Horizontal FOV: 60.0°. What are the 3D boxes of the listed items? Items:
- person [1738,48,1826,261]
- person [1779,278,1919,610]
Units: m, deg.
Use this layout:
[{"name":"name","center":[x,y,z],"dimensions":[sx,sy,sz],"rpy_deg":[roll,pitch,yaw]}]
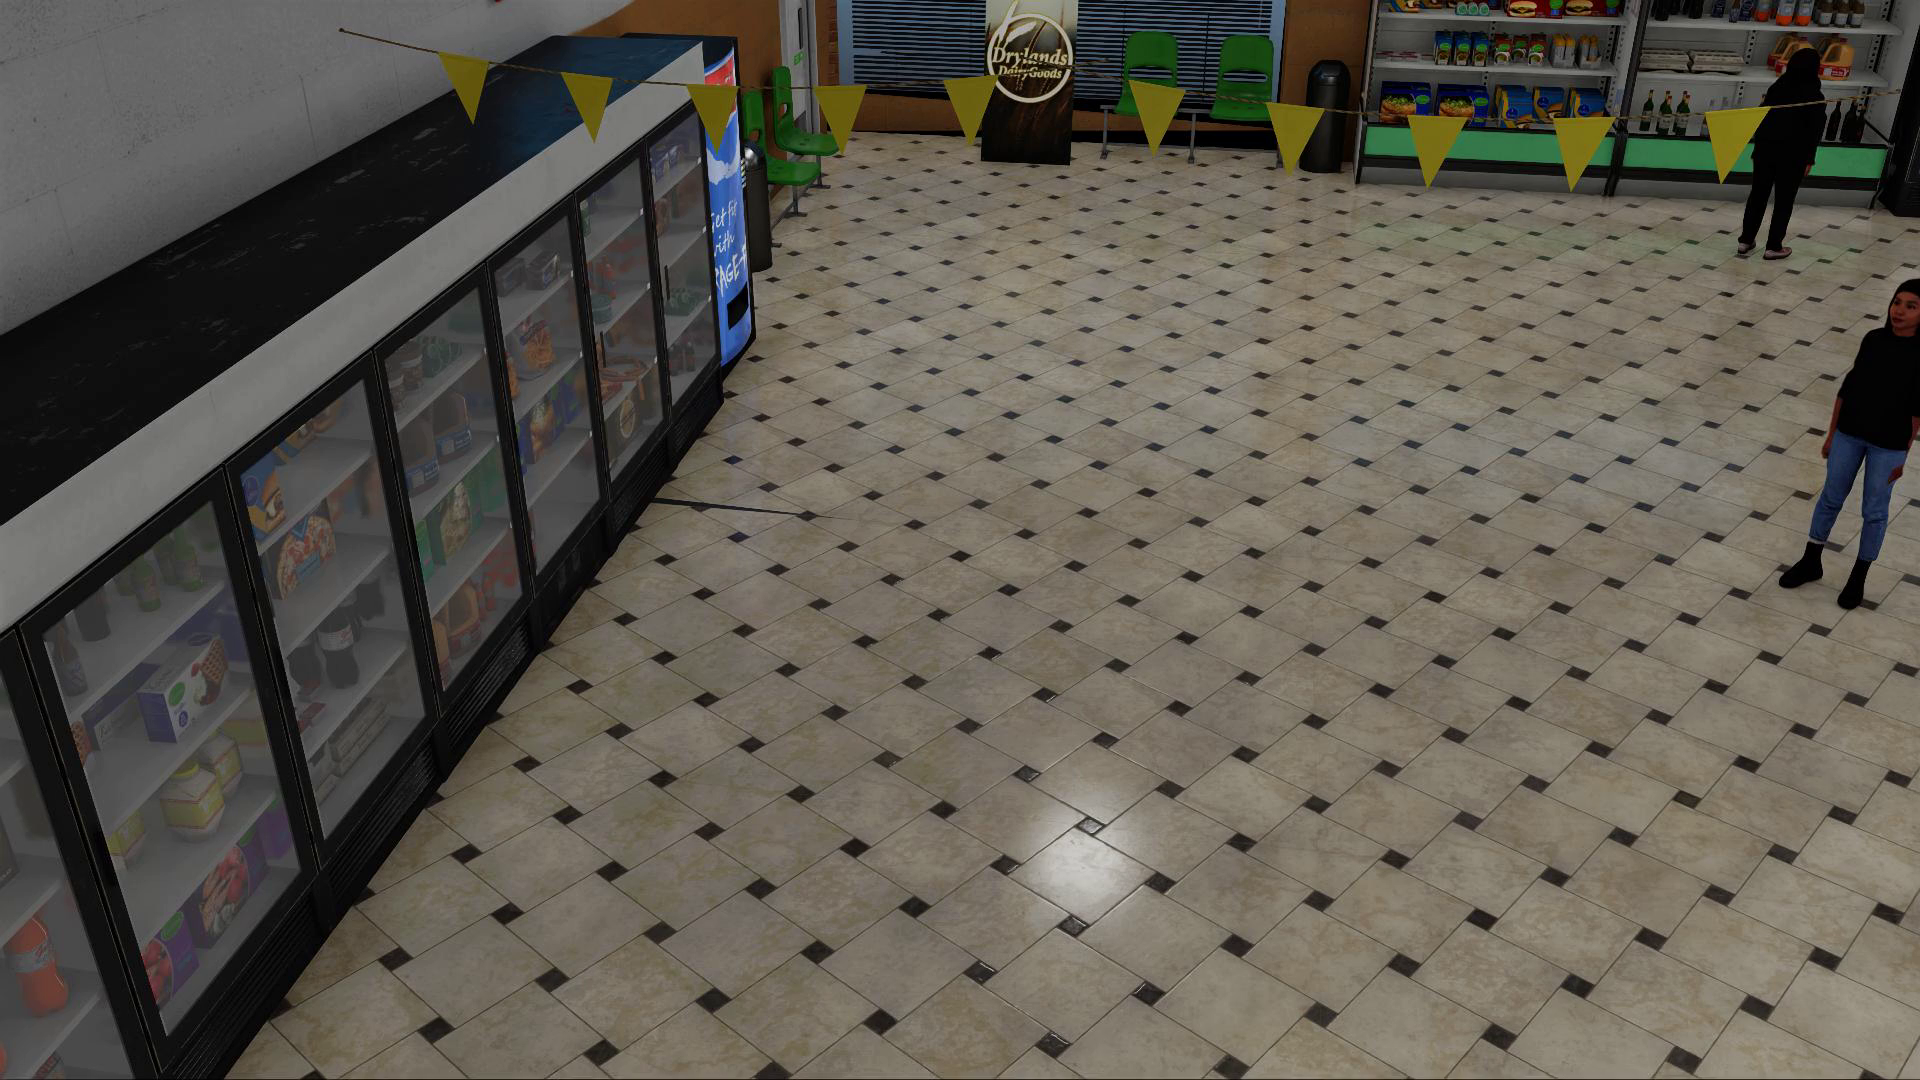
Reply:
[{"name":"person","center":[6.434,-3.019,13.014],"dimensions":[0.827,1.615,0.760],"rpy_deg":[-21,35,-33]},{"name":"person","center":[4.542,-0.488,8.288],"dimensions":[0.717,1.702,0.642],"rpy_deg":[-23,36,-36]}]
